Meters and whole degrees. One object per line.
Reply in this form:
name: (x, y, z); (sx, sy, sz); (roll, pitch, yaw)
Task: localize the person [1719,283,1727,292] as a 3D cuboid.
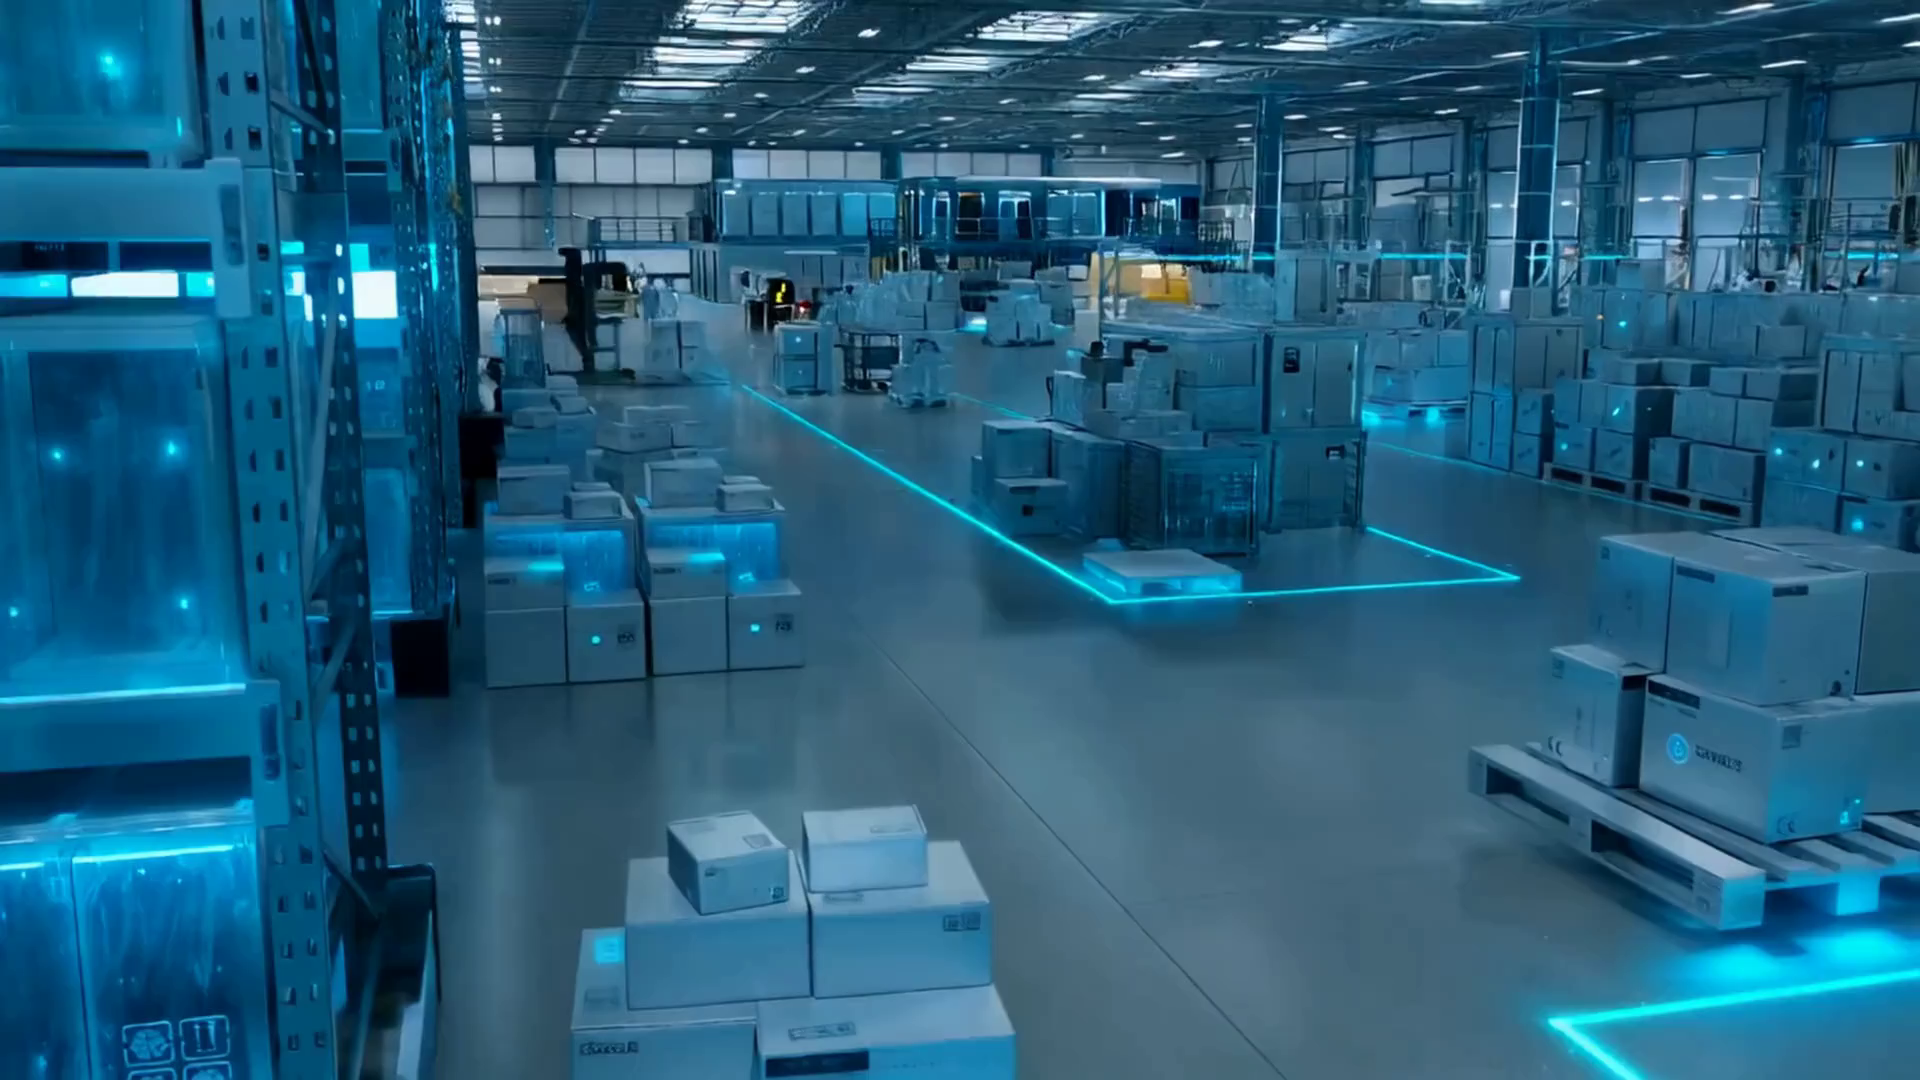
person: (21.838, -6.468, 47.802); (0.516, 1.837, 0.405); (-2, 10, -12)

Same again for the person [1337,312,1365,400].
person: (5.155, -2.052, 22.302); (0.622, 1.992, 0.396); (-3, 10, -15)

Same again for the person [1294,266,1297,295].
person: (17.840, -13.809, 89.073); (0.626, 1.935, 0.422); (-1, 10, -8)

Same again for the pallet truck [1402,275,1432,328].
pallet truck: (14.620, -7.324, 52.145); (0.823, 1.965, 1.885); (8, 13, 40)

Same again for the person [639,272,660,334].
person: (-10.133, -7.737, 54.361); (0.701, 2.000, 0.538); (-4, 11, -21)

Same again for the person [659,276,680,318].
person: (-9.023, -7.219, 51.723); (0.635, 1.936, 0.356); (-3, 10, -15)

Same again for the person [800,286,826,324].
person: (-3.342, -4.794, 37.910); (0.613, 1.961, 0.368); (-3, 10, -15)

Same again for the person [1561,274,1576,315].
person: (19.482, -7.497, 53.137); (0.622, 1.990, 0.402); (-3, 10, -15)

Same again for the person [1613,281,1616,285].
person: (19.179, -6.643, 48.667); (0.533, 1.863, 0.310); (-3, 10, -15)

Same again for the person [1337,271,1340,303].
person: (19.203, -13.091, 84.979); (0.551, 1.932, 0.378); (-3, 10, -15)

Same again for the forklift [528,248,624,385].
forklift: (-7.955, -4.601, 34.229); (1.873, 2.768, 1.129); (-3, 10, -15)

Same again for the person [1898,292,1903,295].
person: (23.343, -5.319, 41.512); (0.492, 1.742, 0.319); (-3, 10, -15)

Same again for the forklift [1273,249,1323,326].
forklift: (4.855, -2.824, 24.162); (1.873, 2.768, 1.129); (-3, 10, -15)

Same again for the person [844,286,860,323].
person: (-3.251, -6.754, 49.770); (0.540, 1.695, 0.317); (-3, 10, -15)

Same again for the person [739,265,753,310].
person: (-9.731, -11.490, 75.608); (0.614, 2.040, 0.390); (-3, 10, -15)

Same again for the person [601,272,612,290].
person: (-19.856, -14.575, 93.405); (0.594, 1.924, 0.381); (-3, 10, -15)

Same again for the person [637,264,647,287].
person: (-16.667, -13.497, 87.280); (0.551, 1.932, 0.378); (-3, 10, -15)

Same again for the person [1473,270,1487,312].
person: (22.754, -10.877, 72.771); (0.634, 1.833, 0.435); (-2, 10, -12)

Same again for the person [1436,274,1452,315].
person: (17.077, -8.431, 58.679); (0.637, 1.914, 0.398); (-4, 11, -21)

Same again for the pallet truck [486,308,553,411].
pallet truck: (-6.242, -2.418, 24.362); (0.823, 1.965, 1.885); (1, 10, 3)
